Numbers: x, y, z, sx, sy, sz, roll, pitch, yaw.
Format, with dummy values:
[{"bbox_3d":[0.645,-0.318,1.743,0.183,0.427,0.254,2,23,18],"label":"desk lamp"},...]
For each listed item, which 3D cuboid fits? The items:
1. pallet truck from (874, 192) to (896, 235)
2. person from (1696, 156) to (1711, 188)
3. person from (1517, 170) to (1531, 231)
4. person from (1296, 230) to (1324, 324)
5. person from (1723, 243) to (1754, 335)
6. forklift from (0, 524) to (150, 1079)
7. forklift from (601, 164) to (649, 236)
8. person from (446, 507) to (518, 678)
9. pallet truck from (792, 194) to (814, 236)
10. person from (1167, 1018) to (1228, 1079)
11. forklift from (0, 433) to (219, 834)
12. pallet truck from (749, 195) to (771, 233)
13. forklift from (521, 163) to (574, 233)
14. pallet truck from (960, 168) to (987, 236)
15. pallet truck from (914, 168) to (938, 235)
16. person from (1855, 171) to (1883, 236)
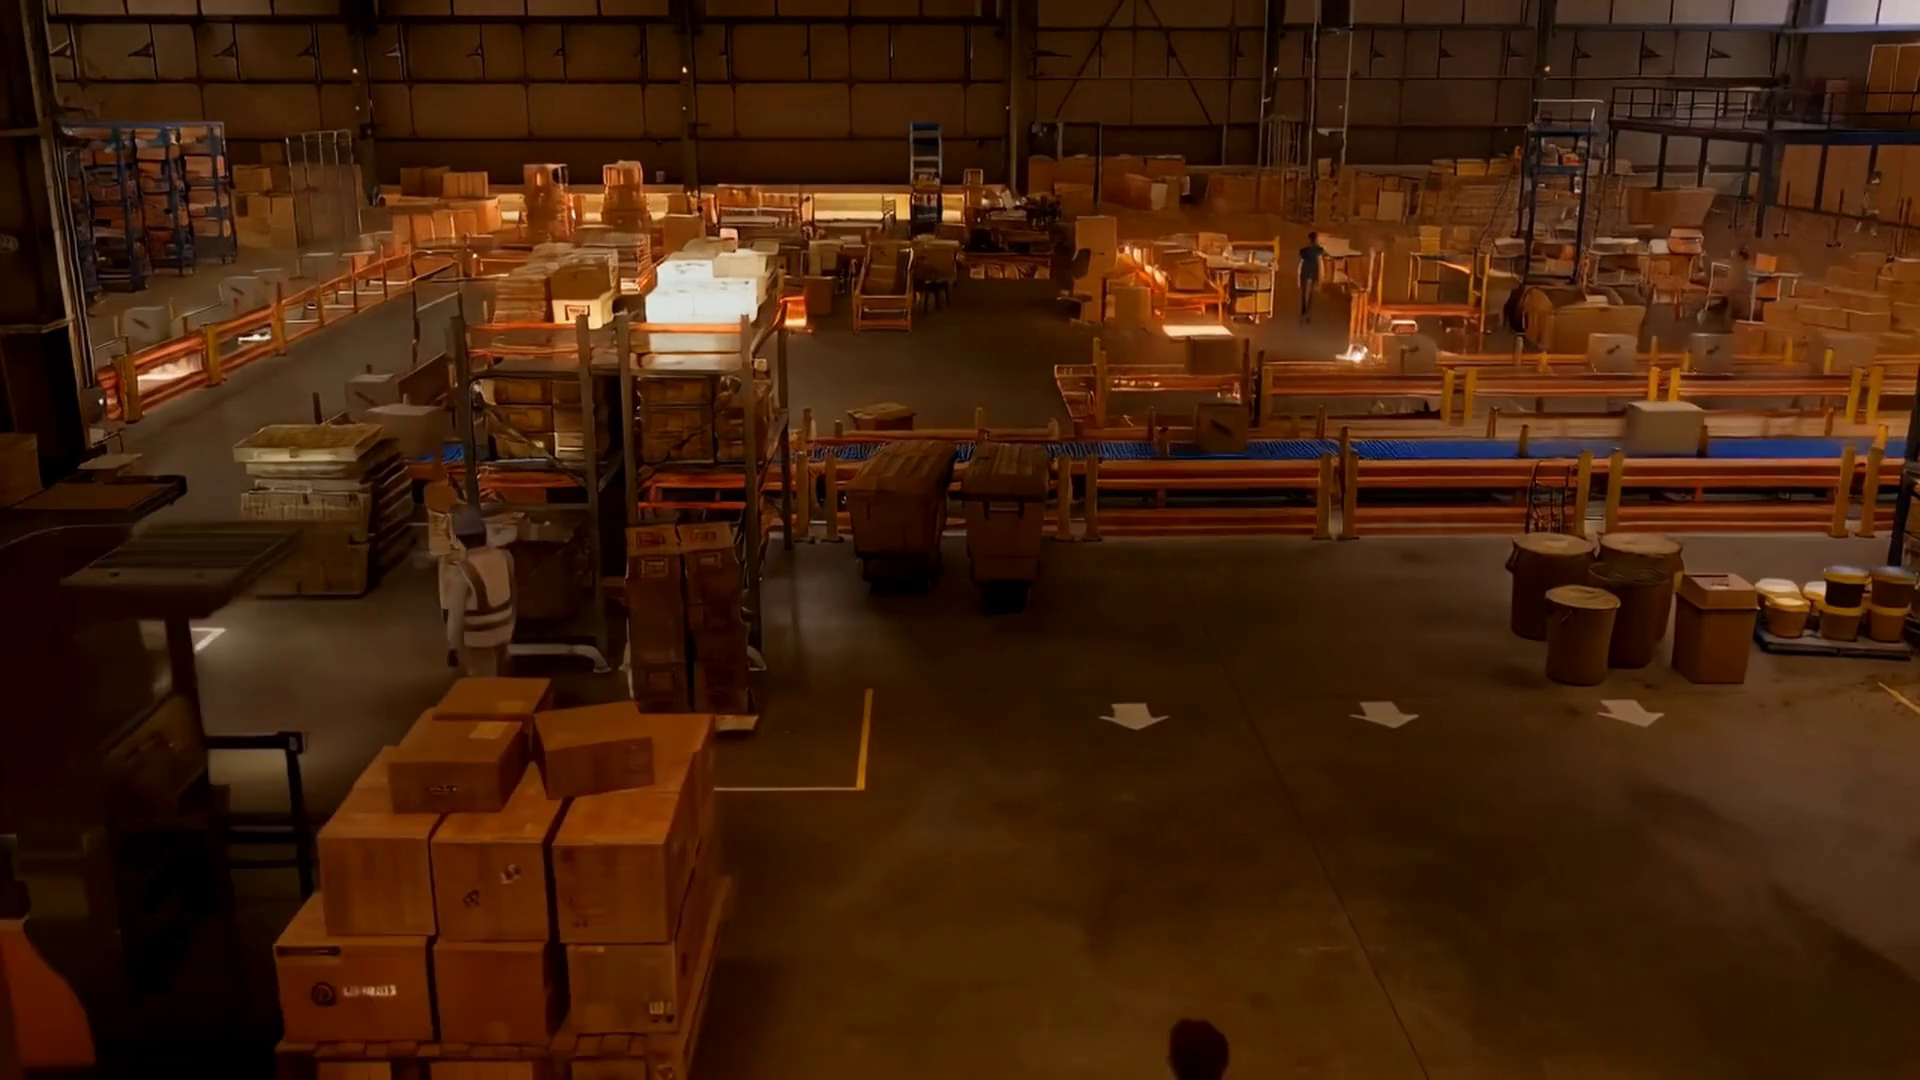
[{"bbox_3d":[-2.277,-9.986,50.594,0.653,1.274,1.630,0,16,-1],"label":"pallet truck"},{"bbox_3d":[25.963,-12.512,58.297,0.609,1.905,0.577,-8,18,-27],"label":"person"},{"bbox_3d":[17.362,-10.408,51.031,0.574,1.883,0.355,0,16,-1],"label":"person"},{"bbox_3d":[6.921,-5.183,32.926,0.542,1.846,0.623,5,17,15],"label":"person"},{"bbox_3d":[14.819,-4.758,31.599,0.539,1.750,0.424,-14,21,-40],"label":"person"},{"bbox_3d":[-4.364,1.368,8.321,1.873,2.768,1.129,0,16,-1],"label":"forklift"},{"bbox_3d":[-9.948,-10.127,49.296,1.157,1.987,2.680,-1,16,-3],"label":"forklift"},{"bbox_3d":[-3.542,0.694,12.345,0.438,1.928,0.630,7,18,24],"label":"person"},{"bbox_3d":[-4.814,-9.883,50.259,0.704,1.261,1.522,-1,16,-3],"label":"pallet truck"},{"bbox_3d":[0.841,2.556,6.356,0.545,1.651,0.867,-9,18,-28],"label":"person"},{"bbox_3d":[-5.952,0.780,10.366,1.873,2.768,1.129,0,16,-1],"label":"forklift"},{"bbox_3d":[-6.051,-9.967,50.660,0.680,1.201,1.601,0,16,-1],"label":"pallet truck"},{"bbox_3d":[-12.233,-10.122,49.298,1.157,1.987,2.680,0,16,-1],"label":"forklift"},{"bbox_3d":[0.383,-10.230,50.206,0.823,1.965,1.885,-1,16,-3],"label":"pallet truck"},{"bbox_3d":[-0.989,-10.316,50.507,0.823,1.965,1.885,1,16,3],"label":"pallet truck"},{"bbox_3d":[27.386,-10.119,49.973,0.555,1.916,0.777,-5,17,-16],"label":"person"}]
